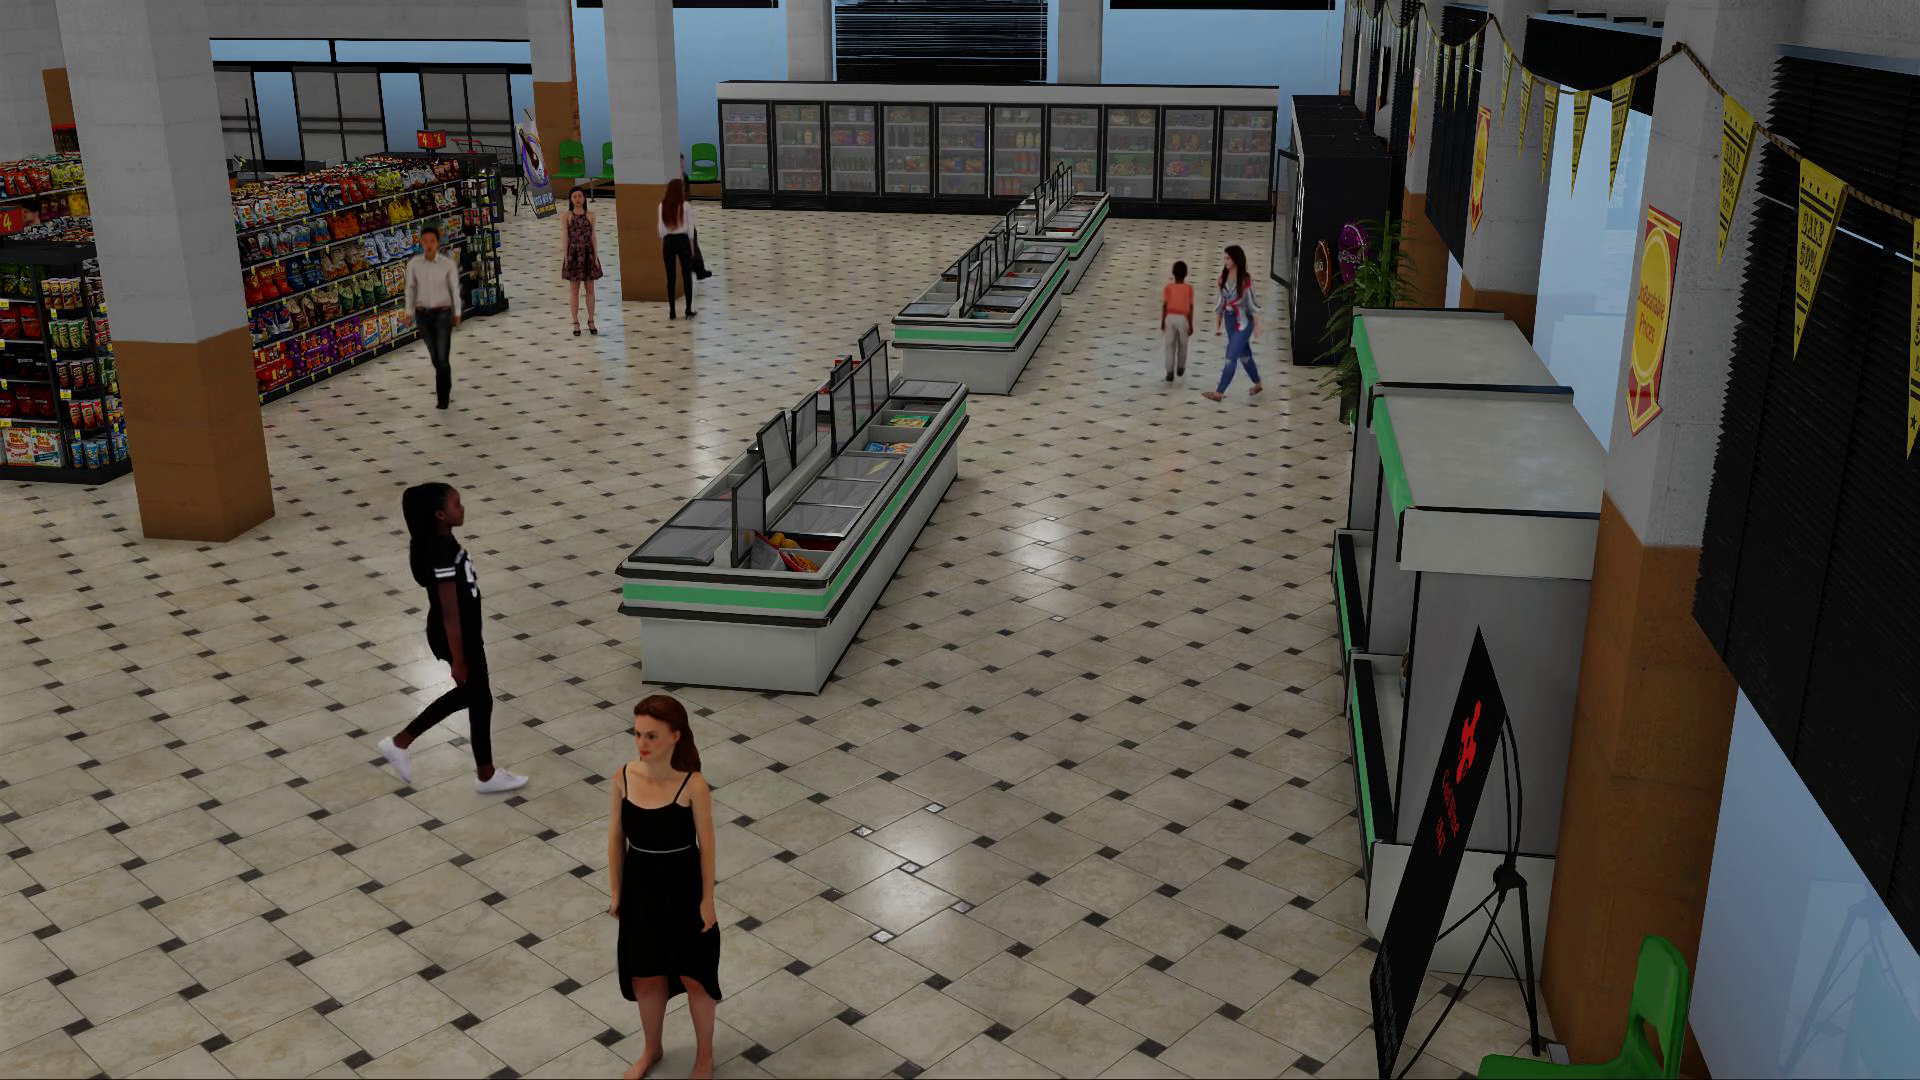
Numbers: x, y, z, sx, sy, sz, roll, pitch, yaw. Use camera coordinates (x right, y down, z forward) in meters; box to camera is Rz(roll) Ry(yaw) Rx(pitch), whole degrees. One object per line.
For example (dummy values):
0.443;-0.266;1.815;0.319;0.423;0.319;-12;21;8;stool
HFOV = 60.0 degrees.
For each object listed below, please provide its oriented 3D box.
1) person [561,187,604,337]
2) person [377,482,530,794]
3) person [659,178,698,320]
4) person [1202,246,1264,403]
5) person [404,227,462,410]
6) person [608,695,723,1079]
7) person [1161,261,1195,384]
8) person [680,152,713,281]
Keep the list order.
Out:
-4.557;-3.352;20.007;0.800;1.774;0.844;-8;20;-23;person
-2.667;0.542;8.556;0.942;1.712;1.009;-6;19;-16;person
-3.572;-3.651;20.928;0.635;1.753;0.659;0;19;0;person
2.890;-2.165;16.821;1.153;1.560;1.068;-16;24;-39;person
-5.263;-2.231;16.696;0.856;1.766;1.247;-1;19;-3;person
-1.106;1.341;6.324;0.579;1.624;0.566;4;19;13;person
2.285;-2.271;17.577;0.491;1.278;0.897;3;19;10;person
-4.046;-4.544;23.504;1.078;1.799;1.183;14;23;36;person
